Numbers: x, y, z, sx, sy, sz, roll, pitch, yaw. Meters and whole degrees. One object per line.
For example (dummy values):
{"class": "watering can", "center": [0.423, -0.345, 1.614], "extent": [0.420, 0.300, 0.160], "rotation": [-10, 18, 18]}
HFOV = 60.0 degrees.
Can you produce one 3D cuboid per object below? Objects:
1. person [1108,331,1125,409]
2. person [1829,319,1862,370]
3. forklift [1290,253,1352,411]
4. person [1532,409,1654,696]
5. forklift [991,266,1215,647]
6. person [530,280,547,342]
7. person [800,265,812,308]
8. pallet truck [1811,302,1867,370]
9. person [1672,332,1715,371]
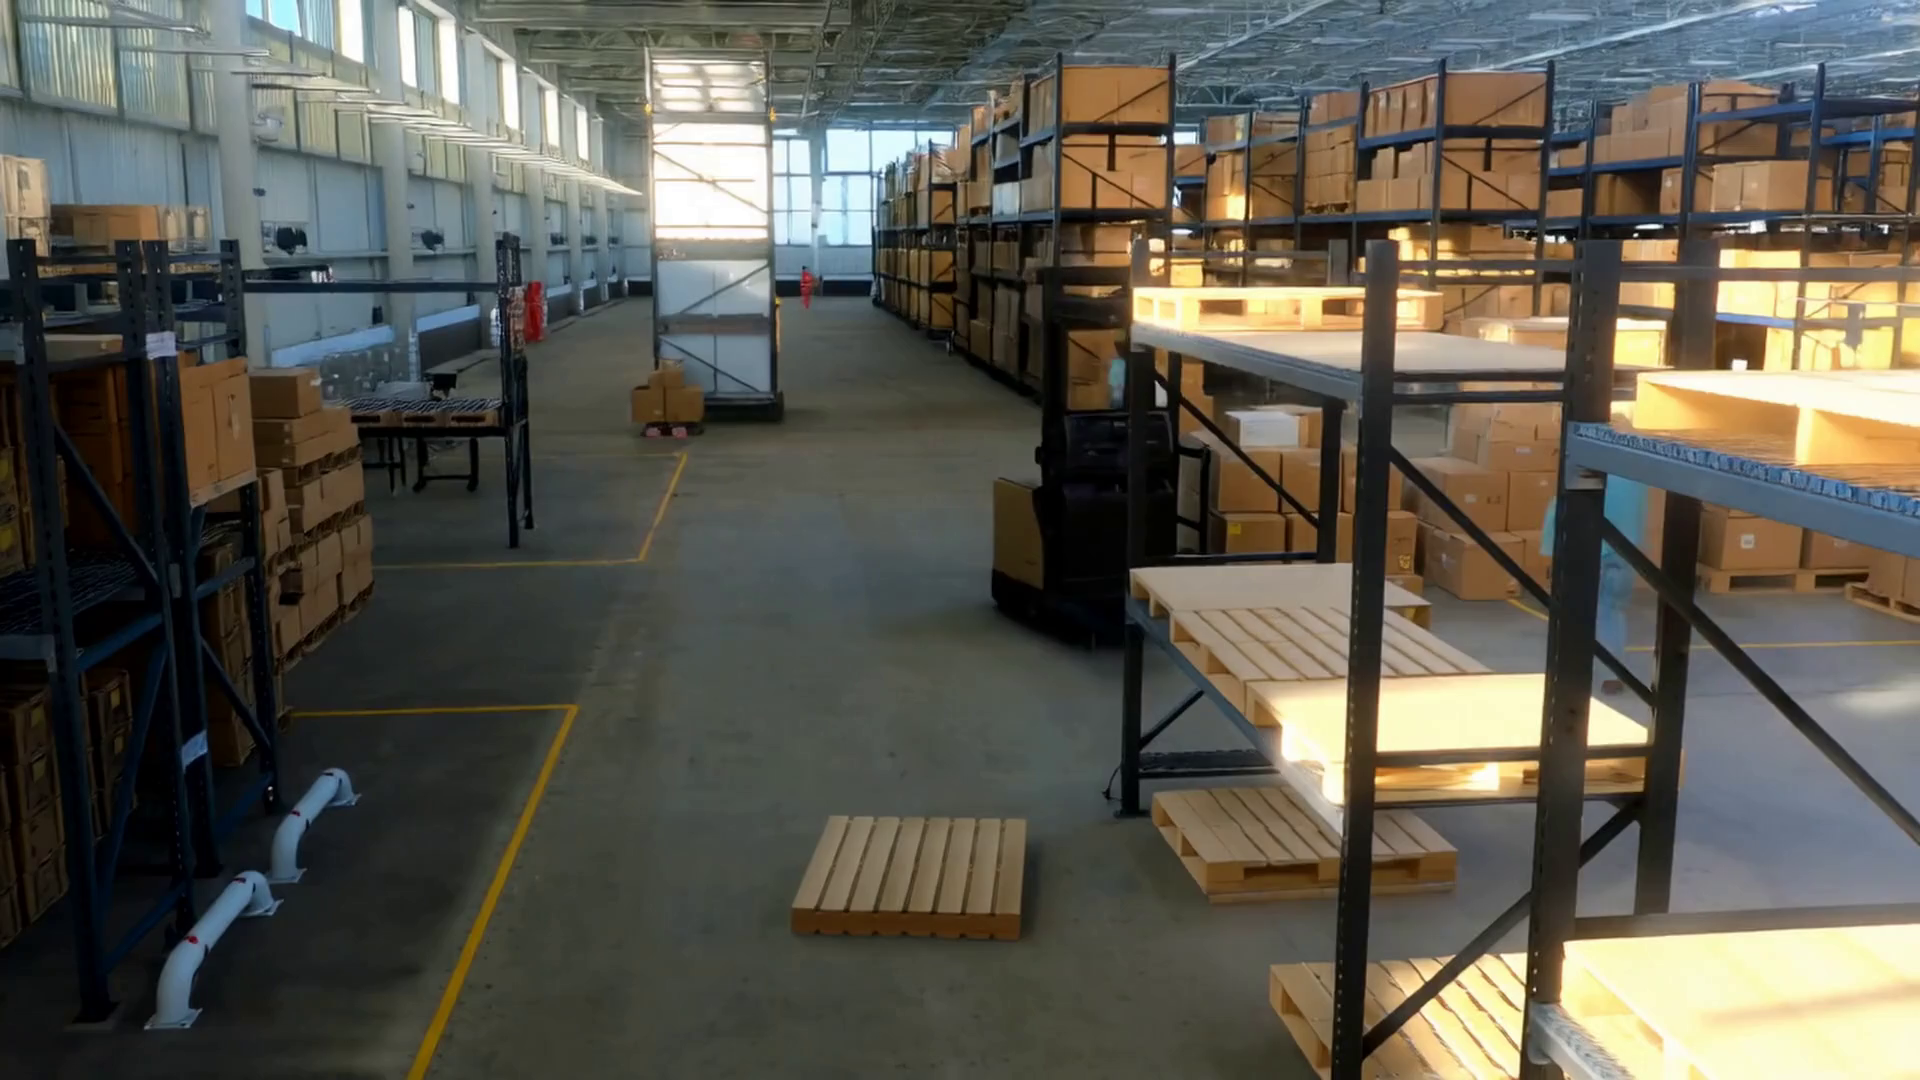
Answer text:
{"class": "person", "center": [2.057, -1.767, 21.468], "extent": [0.971, 1.899, 0.557], "rotation": [5, 11, 26]}
{"class": "person", "center": [12.587, -2.184, 23.704], "extent": [0.599, 1.917, 0.377], "rotation": [-6, 12, -31]}
{"class": "forklift", "center": [5.771, -3.225, 26.802], "extent": [1.129, 2.768, 1.873], "rotation": [7, 12, 34]}
{"class": "person", "center": [4.239, 0.092, 11.119], "extent": [0.789, 1.922, 0.402], "rotation": [-1, 10, -8]}
{"class": "forklift", "center": [1.071, -0.753, 13.108], "extent": [1.129, 2.768, 1.873], "rotation": [-4, 11, -22]}
{"class": "person", "center": [-12.585, -6.840, 49.744], "extent": [0.561, 1.836, 0.393], "rotation": [3, 11, 16]}
{"class": "person", "center": [-6.894, -11.360, 74.572], "extent": [0.550, 1.914, 0.765], "rotation": [-3, 11, -14]}
{"class": "pallet truck", "center": [15.846, -3.142, 28.793], "extent": [1.885, 1.965, 0.823], "rotation": [2, 10, 12]}
{"class": "person", "center": [11.483, -2.642, 26.092], "extent": [0.421, 1.982, 0.624], "rotation": [-9, 14, -41]}
